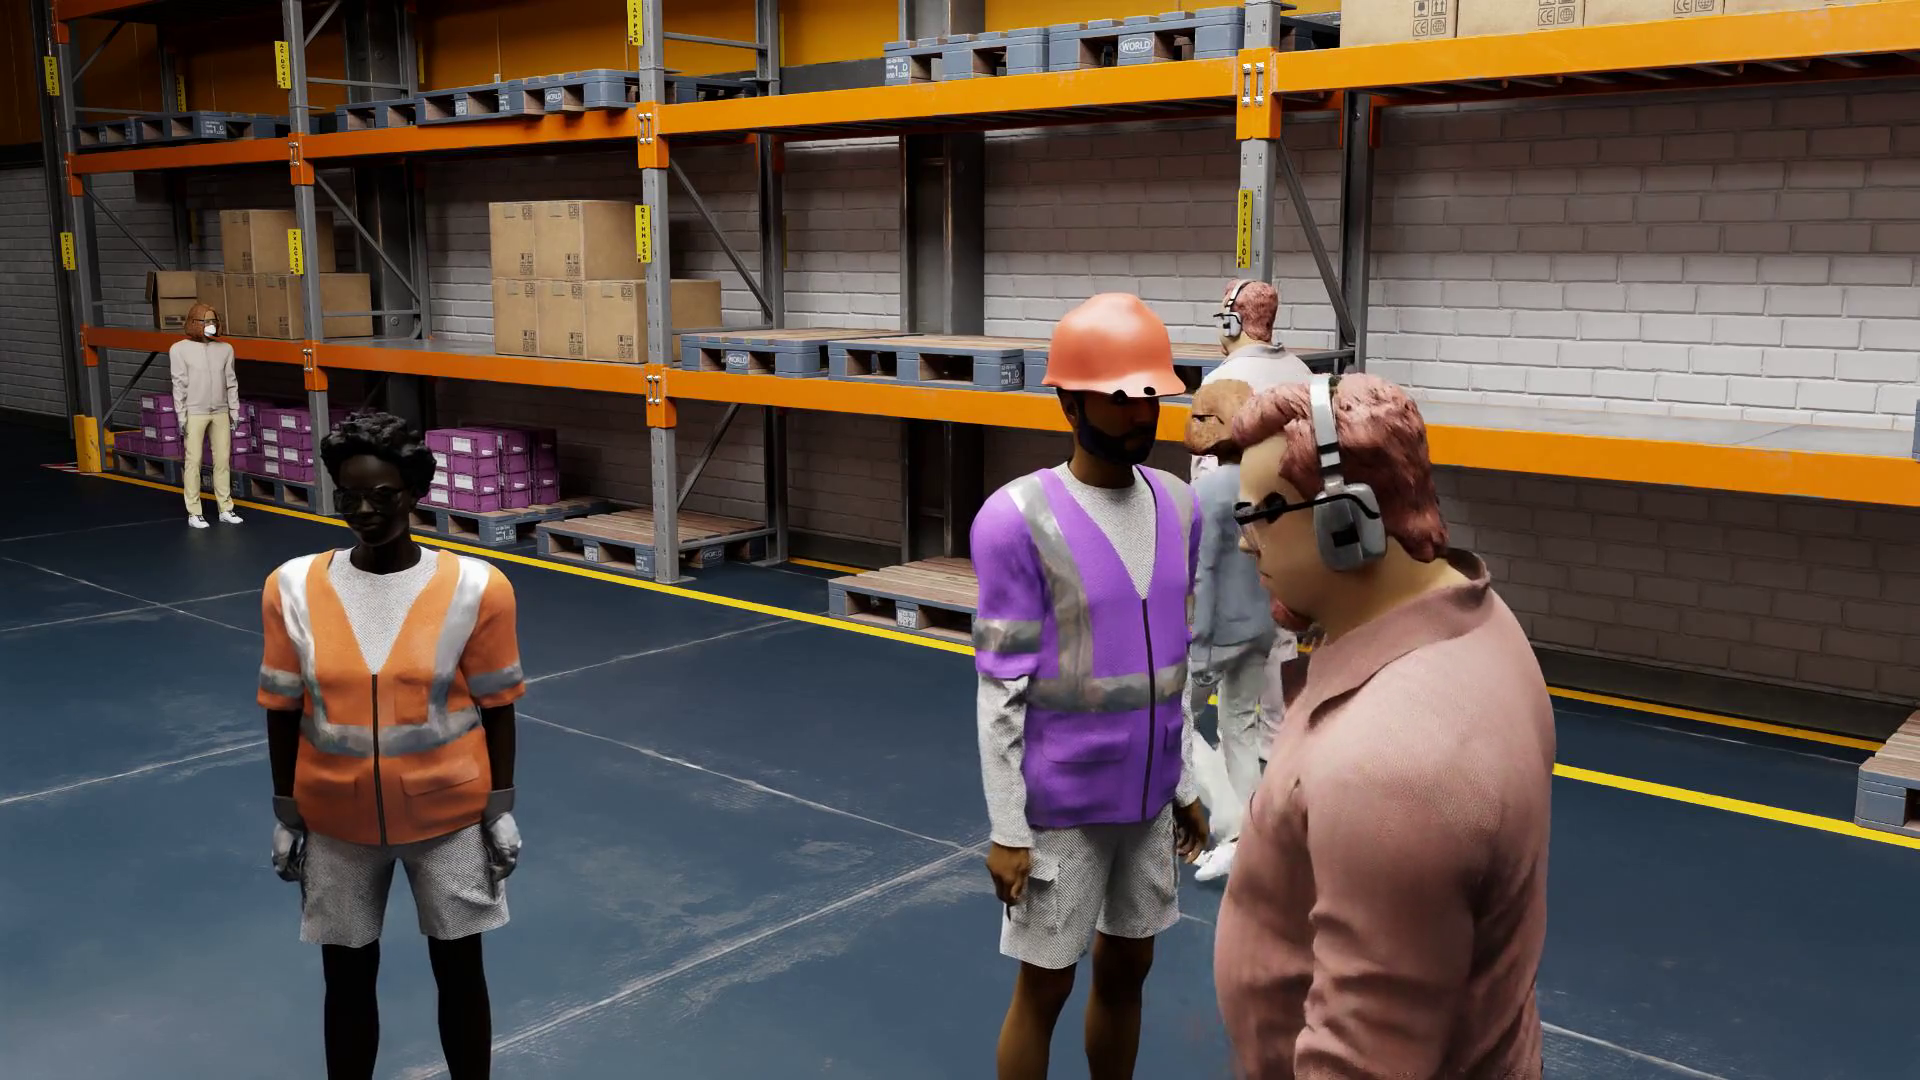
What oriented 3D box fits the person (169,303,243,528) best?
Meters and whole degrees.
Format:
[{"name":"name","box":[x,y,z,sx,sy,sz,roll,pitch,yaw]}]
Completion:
[{"name":"person","box":[-5.482,-0.904,12.112,0.277,1.629,0.497,7,12,35]}]

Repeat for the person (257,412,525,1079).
[{"name":"person","box":[-1.175,0.577,3.472,0.530,1.697,0.321,-1,10,-8]}]

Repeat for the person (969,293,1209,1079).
[{"name":"person","box":[0.283,0.491,3.278,0.550,1.937,0.357,-8,12,-37]}]

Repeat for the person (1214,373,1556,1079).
[{"name":"person","box":[0.587,0.736,2.064,0.543,1.881,0.850,4,11,23]}]

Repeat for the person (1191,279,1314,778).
[{"name":"person","box":[1.073,-0.028,6.325,0.402,1.906,0.652,10,14,44]}]

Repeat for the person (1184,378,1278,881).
[{"name":"person","box":[0.829,0.297,5.293,0.505,1.618,0.333,-9,14,-43]}]
